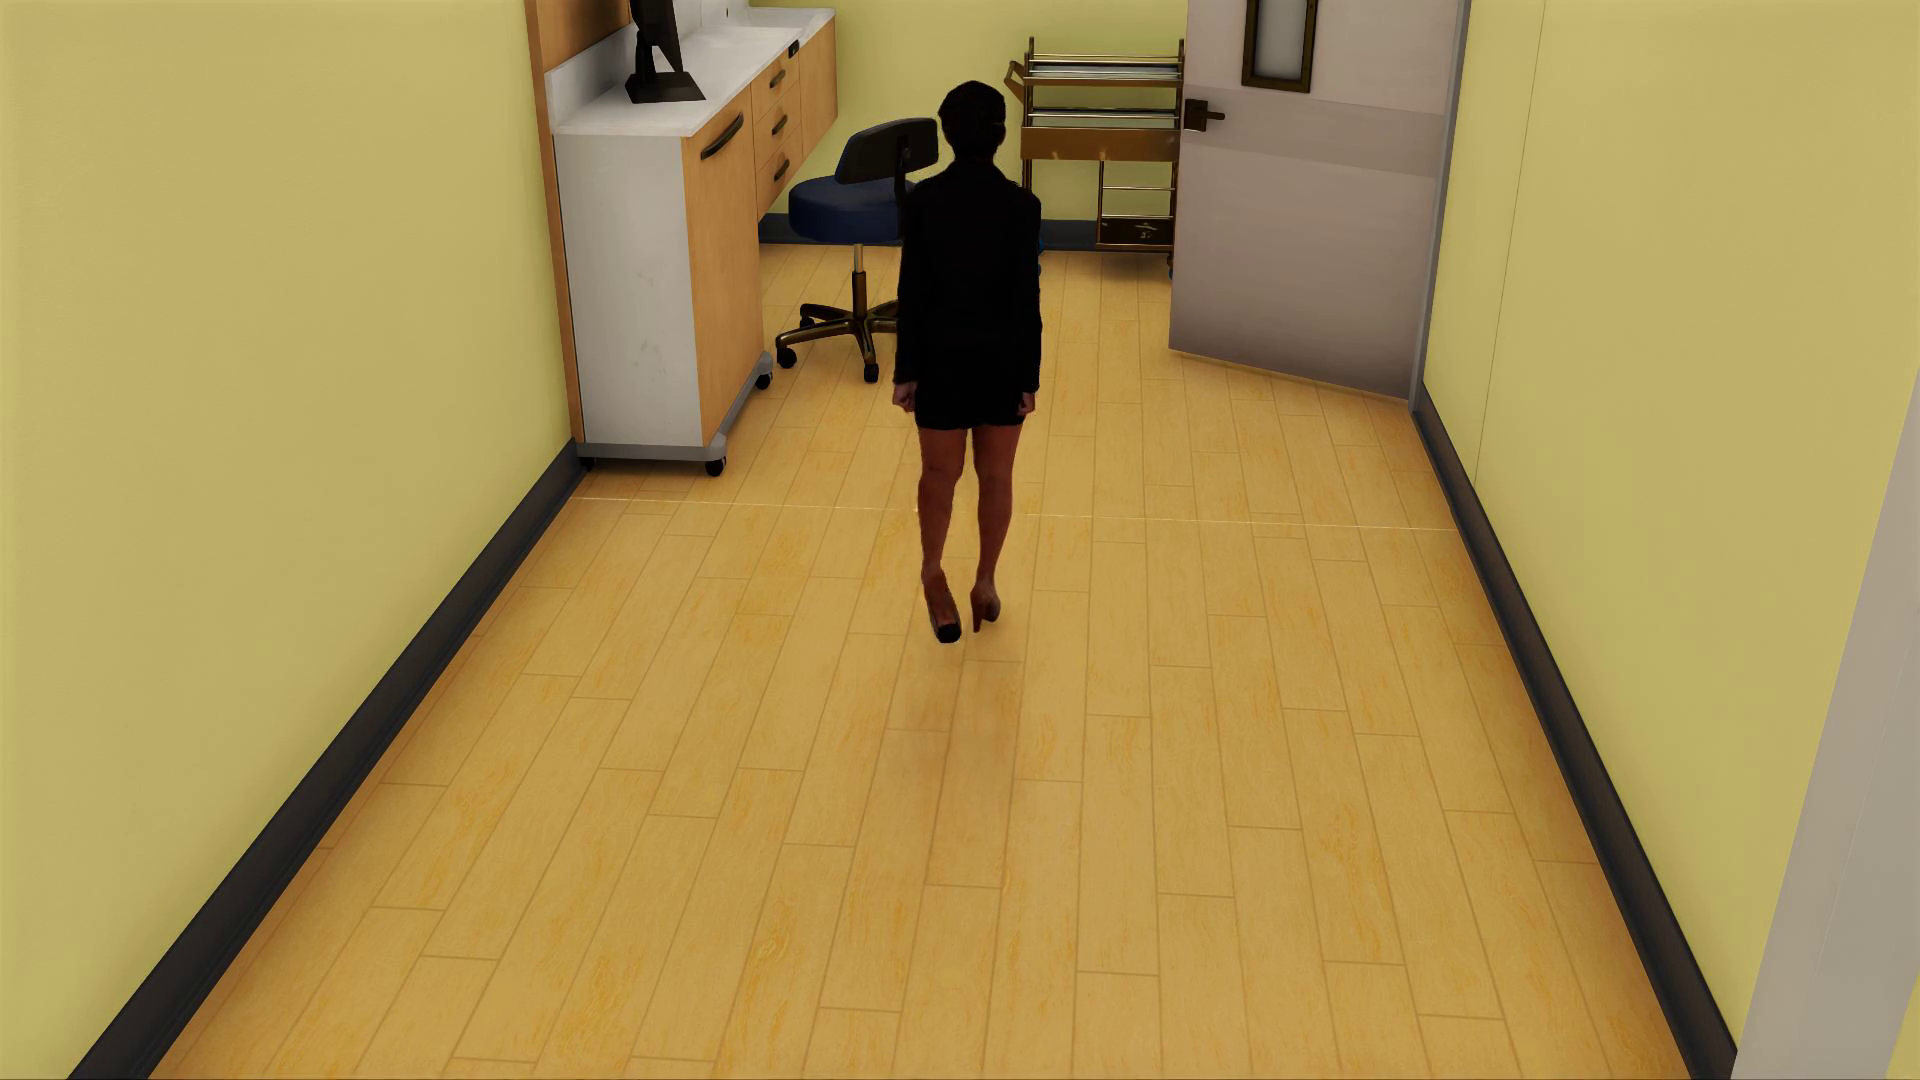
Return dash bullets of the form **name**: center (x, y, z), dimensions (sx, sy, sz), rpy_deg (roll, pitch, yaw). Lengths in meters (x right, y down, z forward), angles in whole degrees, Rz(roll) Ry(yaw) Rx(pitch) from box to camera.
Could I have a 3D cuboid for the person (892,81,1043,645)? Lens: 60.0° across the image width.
- **person**: center (0.038, -0.396, 4.598), dimensions (0.795, 1.613, 0.637), rpy_deg (3, 26, 7)
